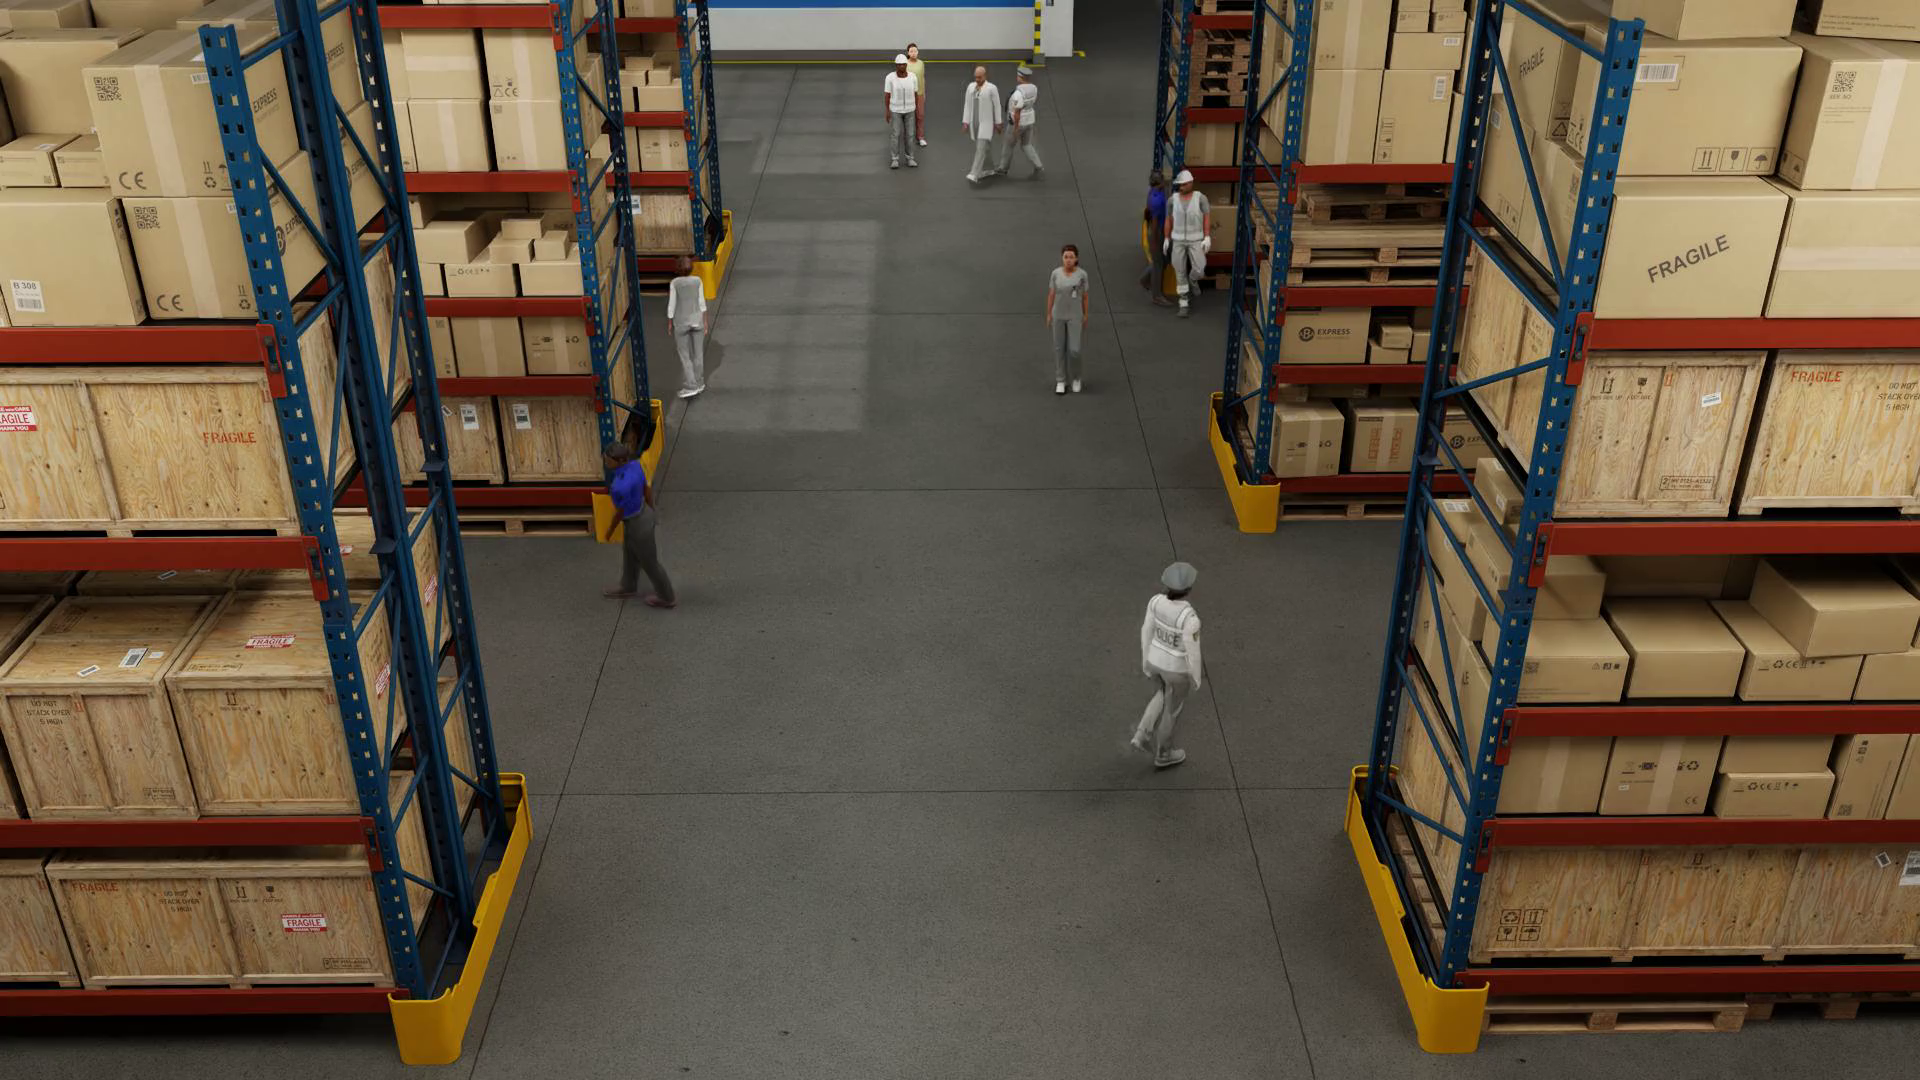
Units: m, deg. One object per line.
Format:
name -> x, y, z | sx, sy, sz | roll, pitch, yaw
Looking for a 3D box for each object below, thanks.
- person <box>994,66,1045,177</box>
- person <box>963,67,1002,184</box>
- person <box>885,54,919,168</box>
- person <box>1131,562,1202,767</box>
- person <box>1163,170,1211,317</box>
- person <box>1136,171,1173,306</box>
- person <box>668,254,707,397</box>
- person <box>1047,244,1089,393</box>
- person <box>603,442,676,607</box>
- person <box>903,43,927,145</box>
person -> 0.917, -6.594, 26.176 | 0.867, 1.736, 0.550 | 22, 35, 35
person -> 0.254, -6.453, 25.865 | 0.580, 1.756, 0.932 | 22, 35, 35
person -> -0.921, -6.901, 26.743 | 0.551, 1.771, 0.399 | -7, 29, -13
person -> 1.531, 0.936, 12.210 | 0.452, 1.692, 0.492 | -22, 35, -35
person -> 2.834, -3.717, 20.811 | 0.614, 1.770, 0.651 | 7, 29, 13
person -> 2.518, -3.844, 21.156 | 0.503, 1.656, 0.554 | 4, 29, 7
person -> -3.022, -2.379, 18.497 | 0.435, 1.614, 0.408 | -11, 30, -19
person -> 1.192, -2.471, 18.574 | 0.446, 1.675, 0.442 | 7, 29, 12
person -> -2.835, -0.128, 14.263 | 0.662, 1.636, 0.500 | -1, 28, -1
person -> -0.774, -7.470, 27.902 | 0.430, 1.670, 0.403 | -9, 29, -16
